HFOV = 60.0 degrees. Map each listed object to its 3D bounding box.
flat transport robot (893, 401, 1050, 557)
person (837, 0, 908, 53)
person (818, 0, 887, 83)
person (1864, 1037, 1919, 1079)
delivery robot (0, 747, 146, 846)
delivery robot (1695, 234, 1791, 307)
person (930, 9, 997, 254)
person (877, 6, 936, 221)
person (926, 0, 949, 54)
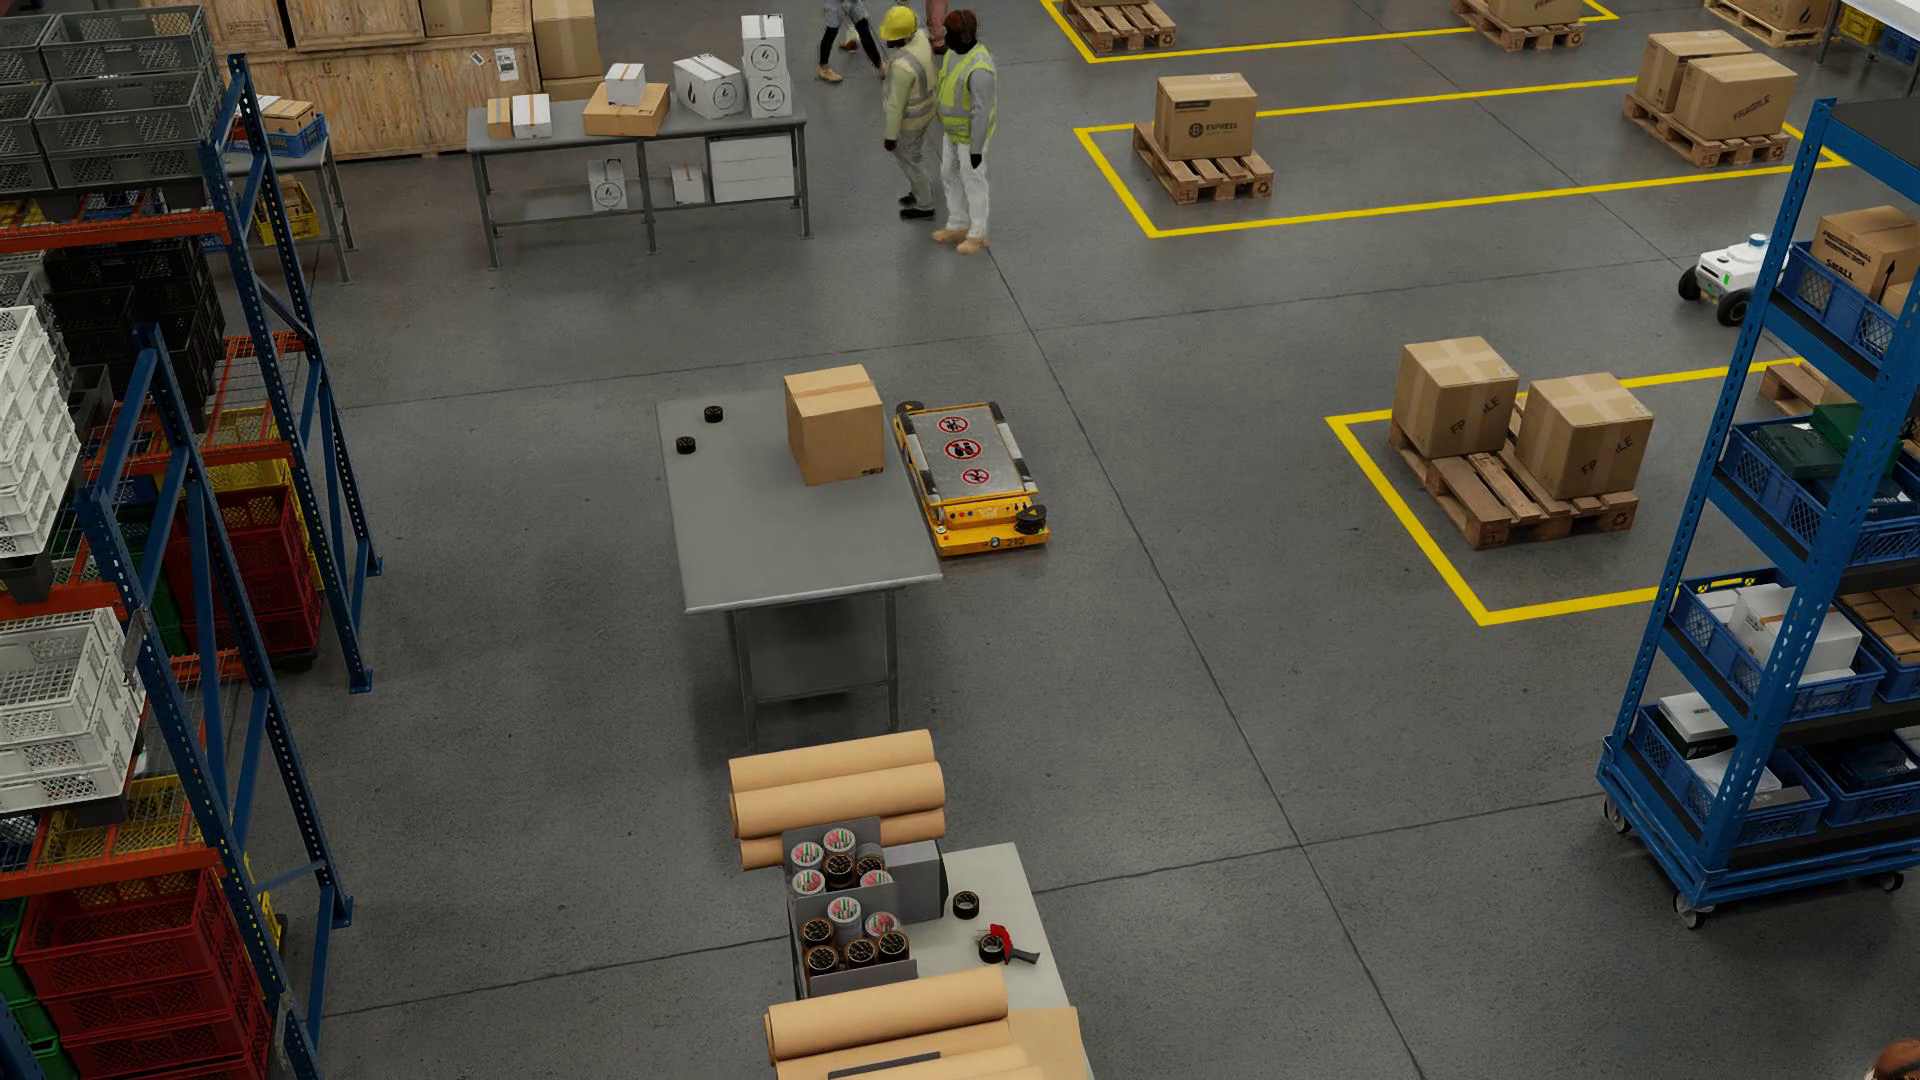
[{"bbox_3d":[0.046,-0.430,10.108,0.652,0.197,1.431,-8,37,-10],"label":"flat transport robot"},{"bbox_3d":[-0.786,-5.503,15.656,0.529,1.805,0.974,22,42,27],"label":"person"},{"bbox_3d":[-0.966,-4.903,14.966,0.763,1.654,0.552,18,40,22],"label":"person"},{"bbox_3d":[2.950,2.173,5.487,0.529,1.635,0.359,-30,46,-34],"label":"person"},{"bbox_3d":[-4.170,1.121,7.712,0.477,0.478,0.707,26,44,31],"label":"delivery robot"},{"bbox_3d":[5.609,-1.938,11.823,0.707,0.478,0.477,-12,38,-16],"label":"delivery robot"},{"bbox_3d":[0.034,-3.010,12.277,0.463,1.827,0.660,-12,38,-16],"label":"person"},{"bbox_3d":[-0.390,-3.219,12.609,0.408,1.768,0.670,5,37,6],"label":"person"},{"bbox_3d":[-0.157,-5.562,15.647,0.409,1.905,0.651,-6,37,-8],"label":"person"}]
